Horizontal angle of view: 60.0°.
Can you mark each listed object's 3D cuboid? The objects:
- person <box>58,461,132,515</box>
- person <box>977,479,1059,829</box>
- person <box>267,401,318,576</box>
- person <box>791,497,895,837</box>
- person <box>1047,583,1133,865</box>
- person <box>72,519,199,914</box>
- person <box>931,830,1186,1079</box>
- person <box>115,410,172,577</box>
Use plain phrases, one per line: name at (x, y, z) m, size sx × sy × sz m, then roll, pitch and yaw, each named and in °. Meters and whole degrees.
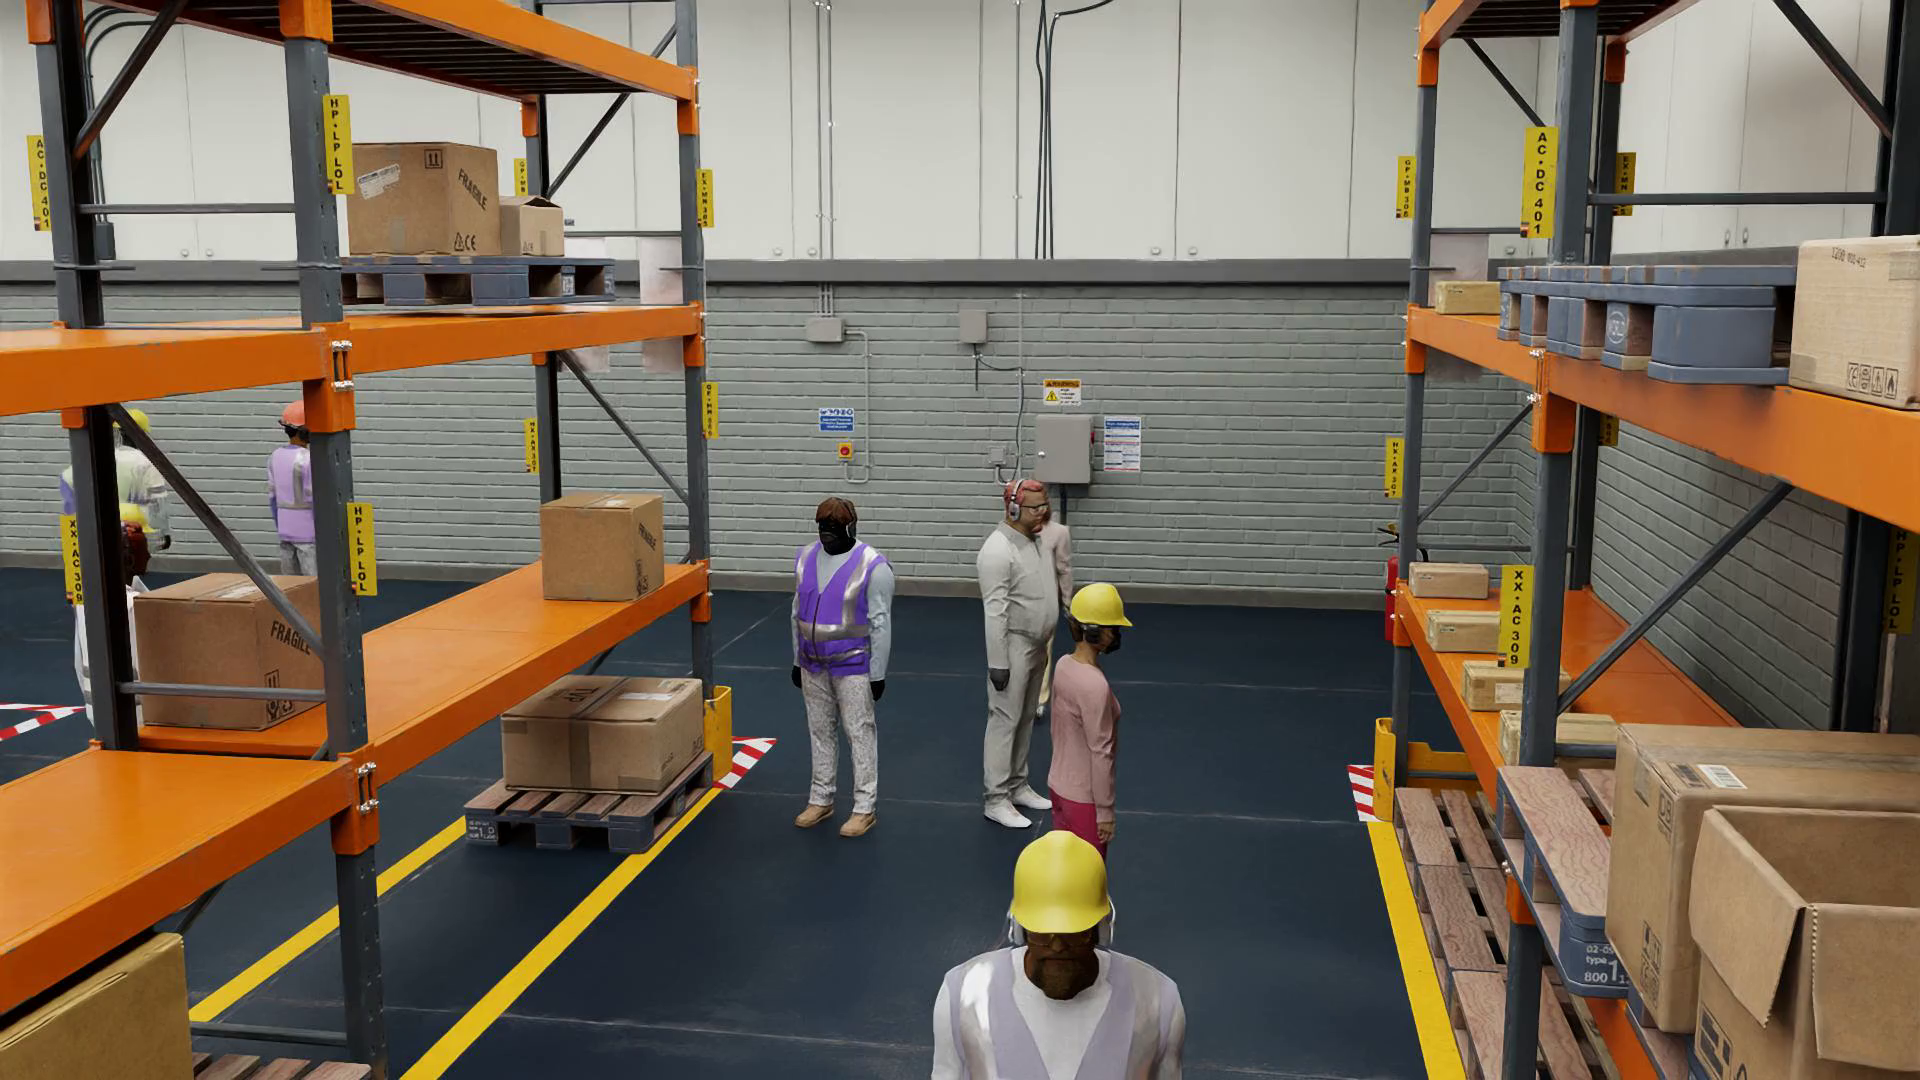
person at (-6.498, 0.054, 12.596) m, size 0.455 × 1.906 × 0.603 m, roll 5°, pitch 10°, yaw 27°
person at (0.344, 0.608, 9.163) m, size 0.402 × 1.906 × 0.652 m, roll 4°, pitch 10°, yaw 24°
person at (-5.027, -0.047, 12.774) m, size 0.609 × 2.044 × 0.394 m, roll 7°, pitch 11°, yaw 35°
person at (-0.657, 0.676, 8.986) m, size 0.625 × 1.837 × 0.428 m, roll 6°, pitch 11°, yaw 32°
person at (0.536, 1.049, 6.877) m, size 0.329 × 1.765 × 0.533 m, roll -2°, pitch 10°, yaw -14°
person at (-3.902, 0.838, 7.811) m, size 0.583 × 1.882 × 0.338 m, roll 6°, pitch 11°, yaw 33°
person at (0.214, 1.529, 3.703) m, size 0.589 × 1.834 × 0.403 m, roll 0°, pitch 9°, yaw -1°
person at (-6.840, -0.127, 13.741) m, size 0.627 × 1.887 × 0.730 m, roll 0°, pitch 9°, yaw 1°
